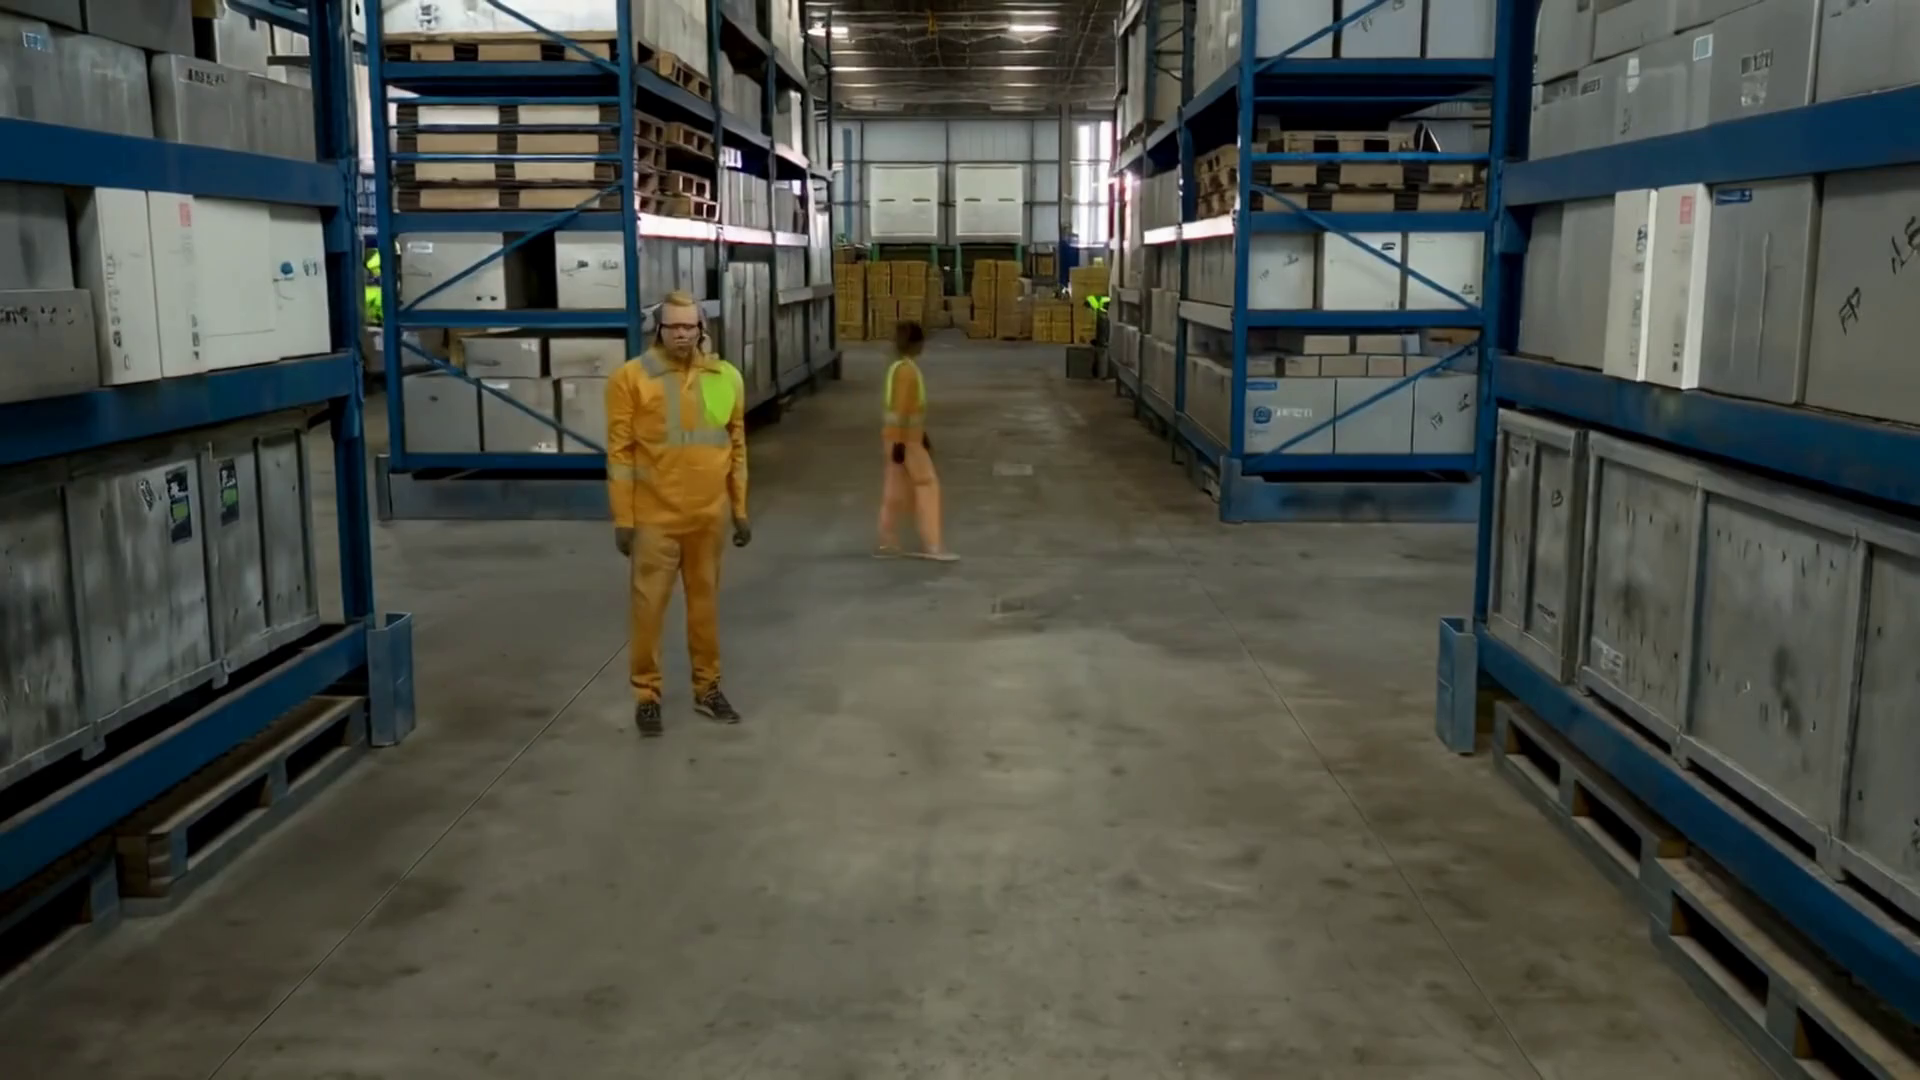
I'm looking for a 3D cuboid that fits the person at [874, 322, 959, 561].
[{"bbox_3d":[-0.276,-0.660,11.286,0.686,1.612,0.522,-1,10,-7],"label":"person"}]

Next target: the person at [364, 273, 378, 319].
[{"bbox_3d":[-21.205,-8.729,59.513,0.855,1.644,0.542,3,10,17],"label":"person"}]

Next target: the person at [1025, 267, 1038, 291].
[{"bbox_3d":[2.797,-9.620,64.239,0.439,1.858,0.613,-8,12,-40],"label":"person"}]

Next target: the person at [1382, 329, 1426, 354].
[{"bbox_3d":[5.275,-2.309,19.893,0.605,2.045,0.378,-3,10,-18],"label":"person"}]

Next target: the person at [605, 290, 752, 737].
[{"bbox_3d":[-1.190,-0.118,7.194,0.642,1.905,0.399,-6,11,-31],"label":"person"}]

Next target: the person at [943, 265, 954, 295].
[{"bbox_3d":[-0.542,-9.545,63.577,0.654,1.923,0.435,-6,11,-32],"label":"person"}]

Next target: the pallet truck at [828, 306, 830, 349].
[{"bbox_3d":[-3.100,-3.940,29.800,1.885,1.965,0.823,3,10,19],"label":"pallet truck"}]

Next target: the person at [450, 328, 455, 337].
[{"bbox_3d":[-11.403,-5.126,37.073,0.817,1.946,0.614,-3,10,-19],"label":"person"}]

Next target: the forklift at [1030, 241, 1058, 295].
[{"bbox_3d":[3.221,-10.070,63.882,1.129,2.768,1.873,0,9,1],"label":"forklift"}]
